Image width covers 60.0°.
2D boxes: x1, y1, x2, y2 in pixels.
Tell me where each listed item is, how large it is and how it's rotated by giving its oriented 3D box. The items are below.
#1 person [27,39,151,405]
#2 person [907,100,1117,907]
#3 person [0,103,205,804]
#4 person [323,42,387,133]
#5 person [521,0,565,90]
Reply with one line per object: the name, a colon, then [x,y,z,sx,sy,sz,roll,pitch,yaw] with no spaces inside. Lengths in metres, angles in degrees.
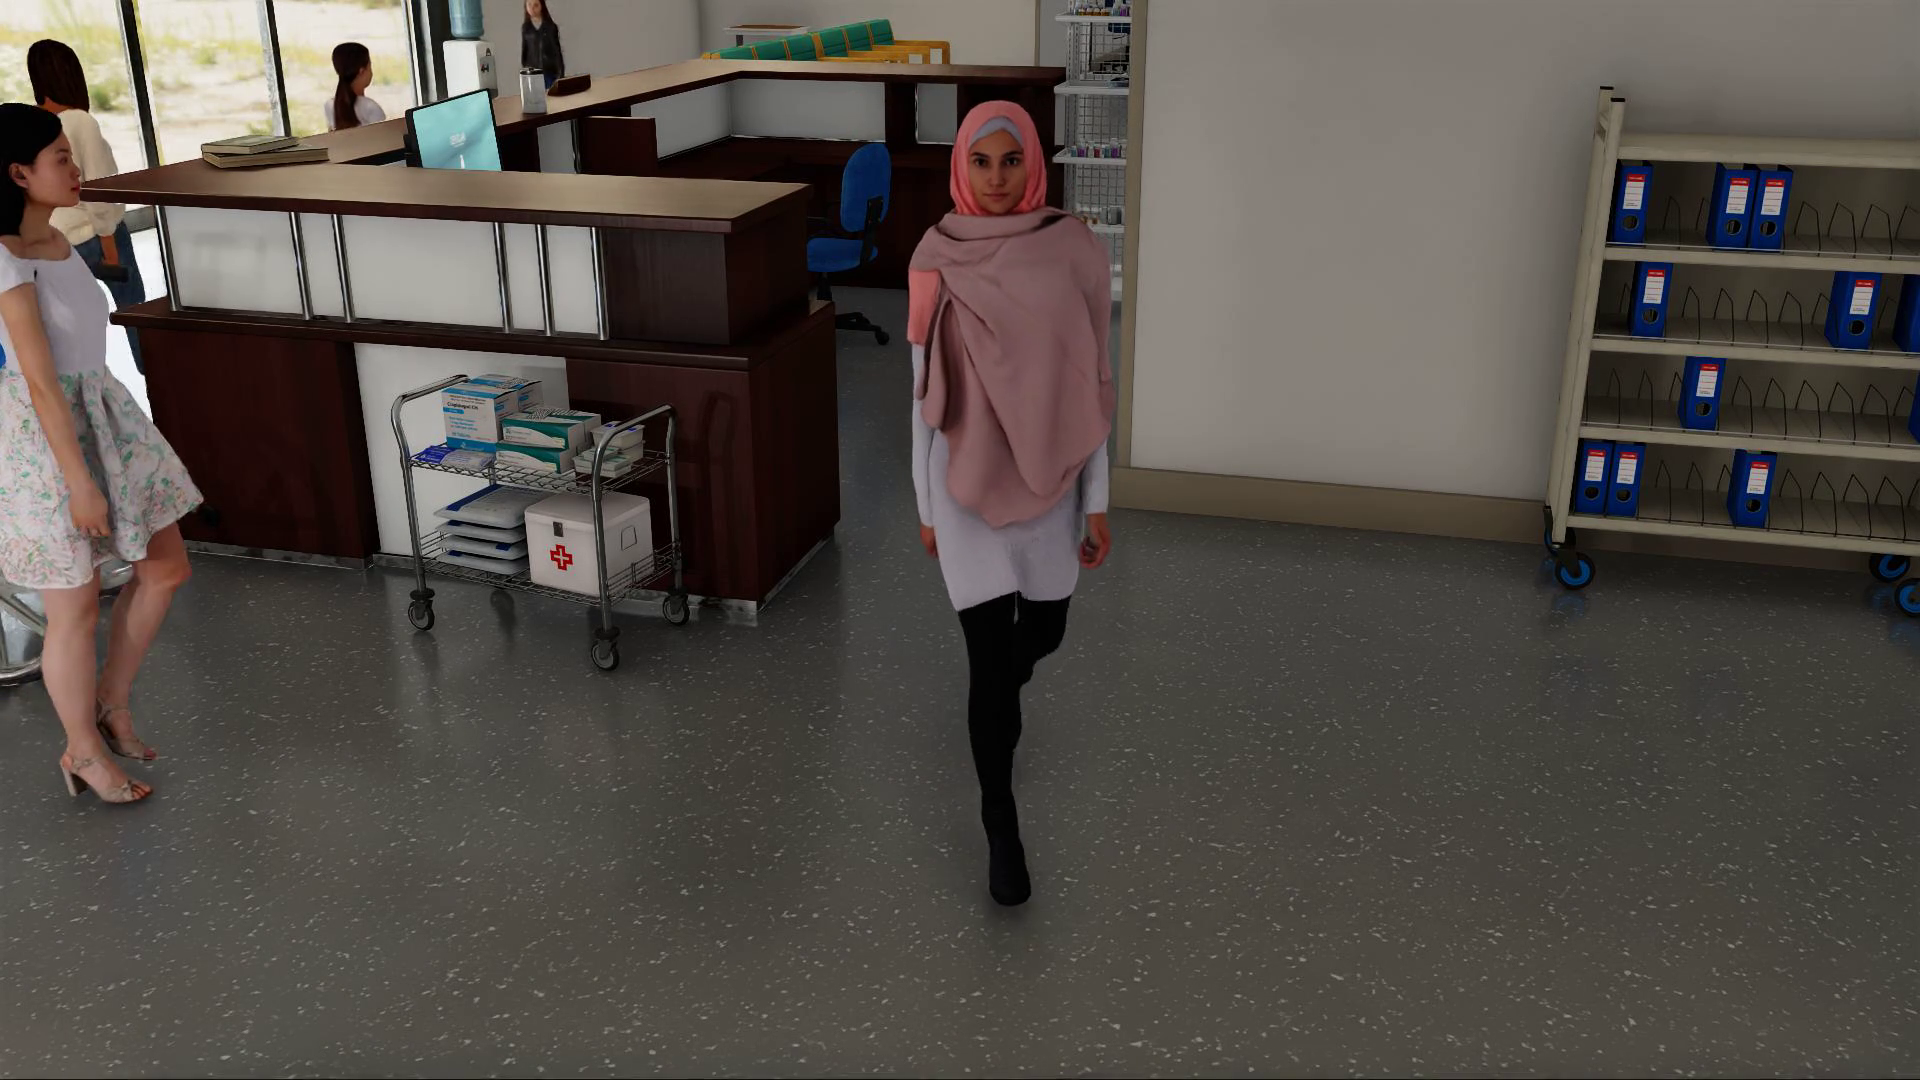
person: [-3.874,-1.273,7.197,1.005,1.643,0.766,8,22,21]
person: [0.116,-0.112,3.941,1.148,1.779,0.983,-3,21,-7]
person: [-2.261,-0.146,4.050,0.773,1.765,0.735,-2,21,-5]
person: [-3.172,-1.799,8.723,0.670,1.547,0.658,9,22,22]
person: [-3.943,-4.468,15.903,0.883,1.452,0.660,6,22,15]
